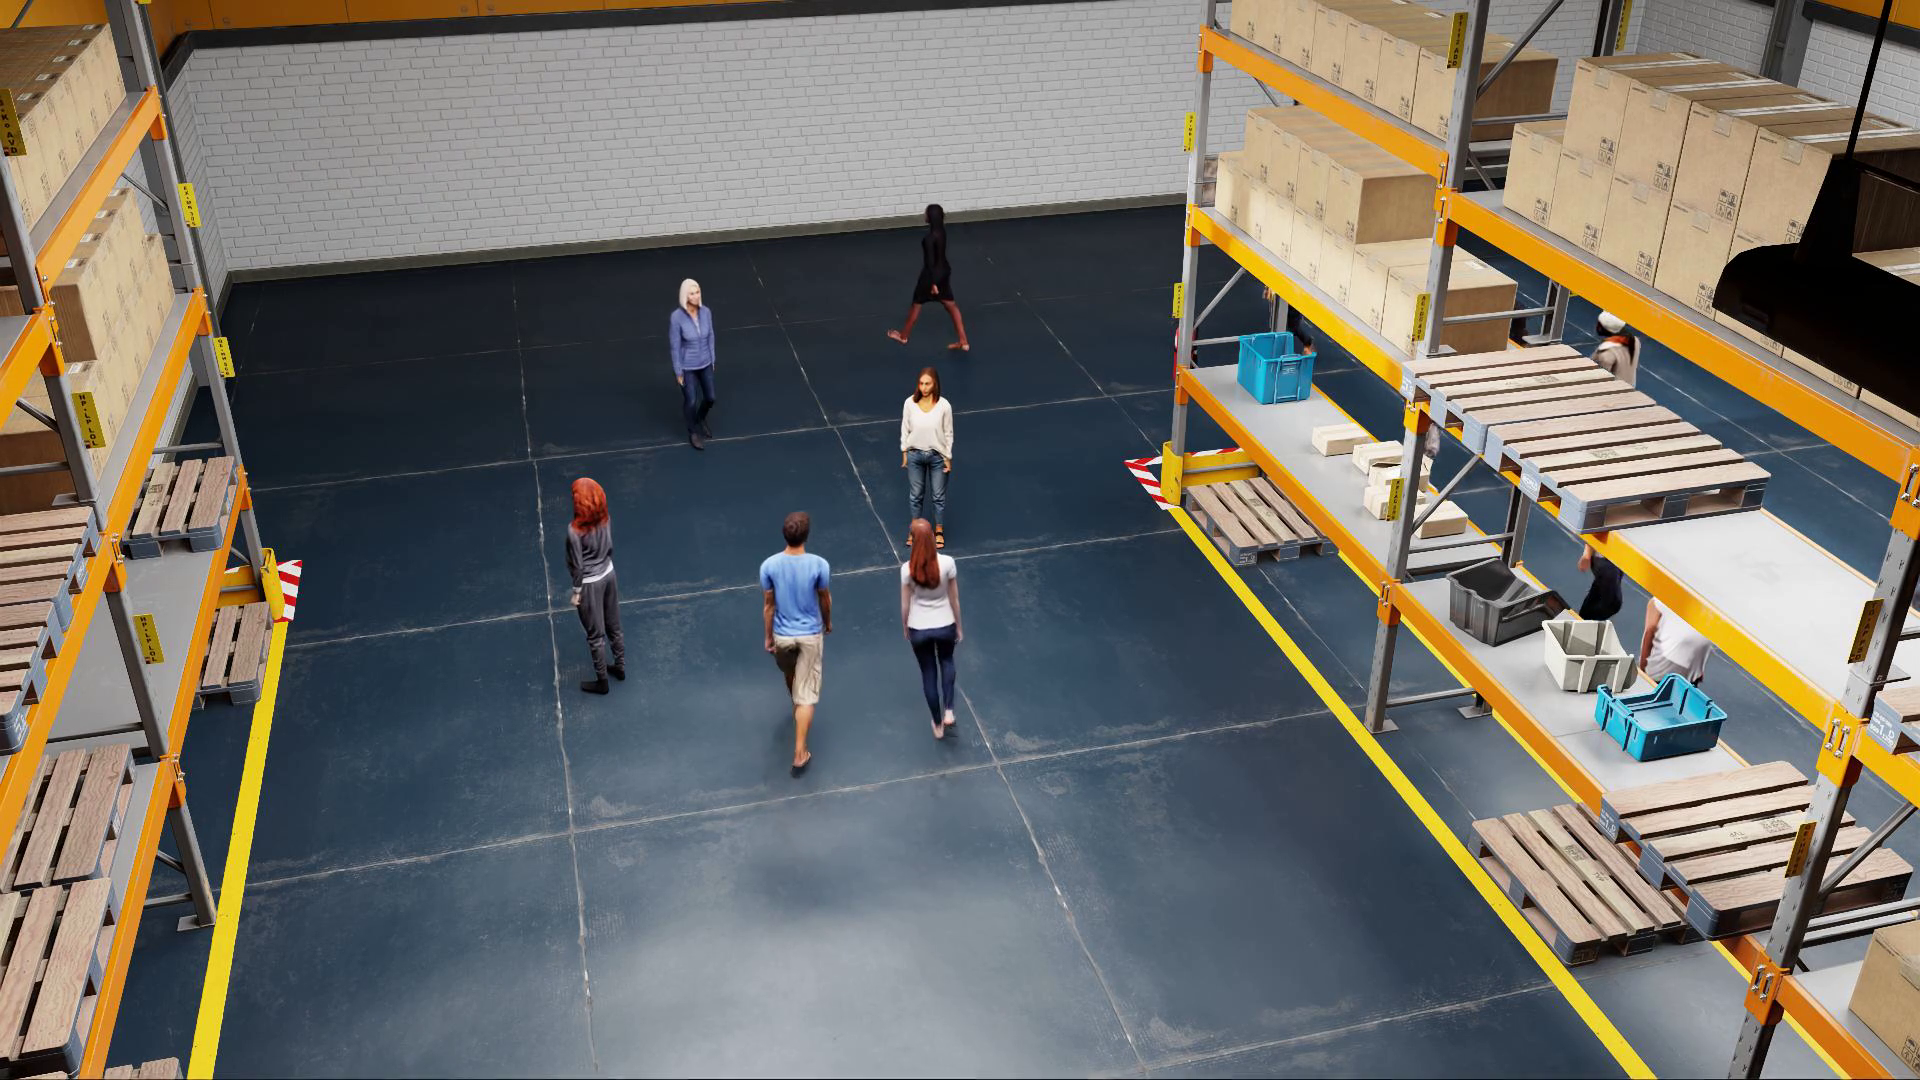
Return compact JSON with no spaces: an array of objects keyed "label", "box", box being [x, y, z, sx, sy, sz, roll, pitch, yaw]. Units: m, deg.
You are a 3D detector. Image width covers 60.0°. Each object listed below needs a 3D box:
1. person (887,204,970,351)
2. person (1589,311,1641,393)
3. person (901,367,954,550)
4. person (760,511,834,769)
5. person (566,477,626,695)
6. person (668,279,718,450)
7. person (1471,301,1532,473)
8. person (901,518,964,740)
[{"label":"person","box":[-0.191,-2.862,18.422,1.162,1.660,1.198,11,30,19]},{"label":"person","box":[6.036,-1.285,15.318,0.890,1.864,1.055,-17,33,-29]},{"label":"person","box":[-0.278,-0.733,14.495,0.697,1.683,0.694,6,29,11]},{"label":"person","box":[-1.138,0.733,11.672,0.928,1.813,1.342,2,29,4]},{"label":"person","box":[-2.732,0.329,12.448,0.710,1.780,0.649,15,32,26]},{"label":"person","box":[-2.660,-1.758,16.321,0.745,1.735,0.752,-18,33,-29]},{"label":"person","box":[5.187,-1.418,15.761,0.621,1.673,0.671,-4,29,-8]},{"label":"person","box":[-0.197,0.696,11.842,0.612,1.715,0.601,-3,29,-5]}]
